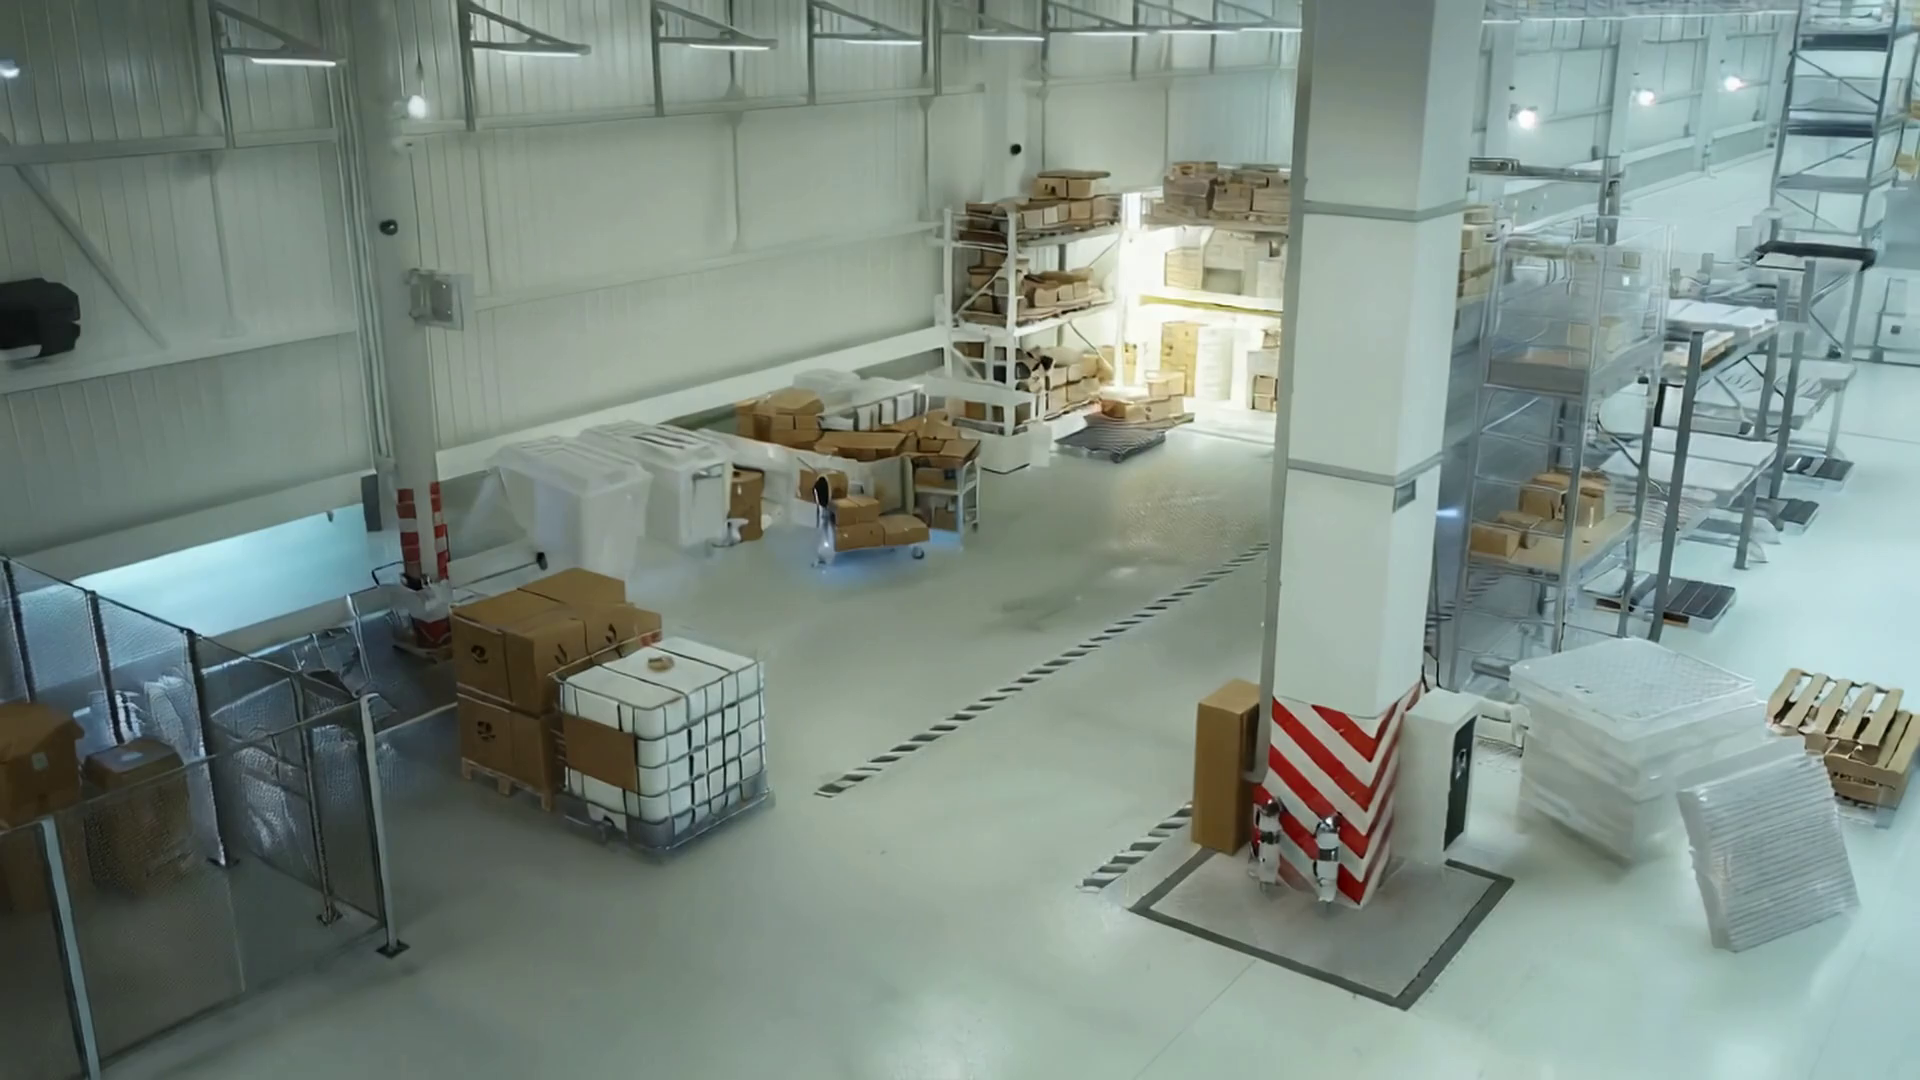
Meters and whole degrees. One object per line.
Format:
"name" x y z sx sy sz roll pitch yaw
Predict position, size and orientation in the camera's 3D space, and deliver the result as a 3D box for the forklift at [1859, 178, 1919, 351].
"forklift" 15.865 -4.544 27.527 1.129 2.768 1.873 13 22 34
